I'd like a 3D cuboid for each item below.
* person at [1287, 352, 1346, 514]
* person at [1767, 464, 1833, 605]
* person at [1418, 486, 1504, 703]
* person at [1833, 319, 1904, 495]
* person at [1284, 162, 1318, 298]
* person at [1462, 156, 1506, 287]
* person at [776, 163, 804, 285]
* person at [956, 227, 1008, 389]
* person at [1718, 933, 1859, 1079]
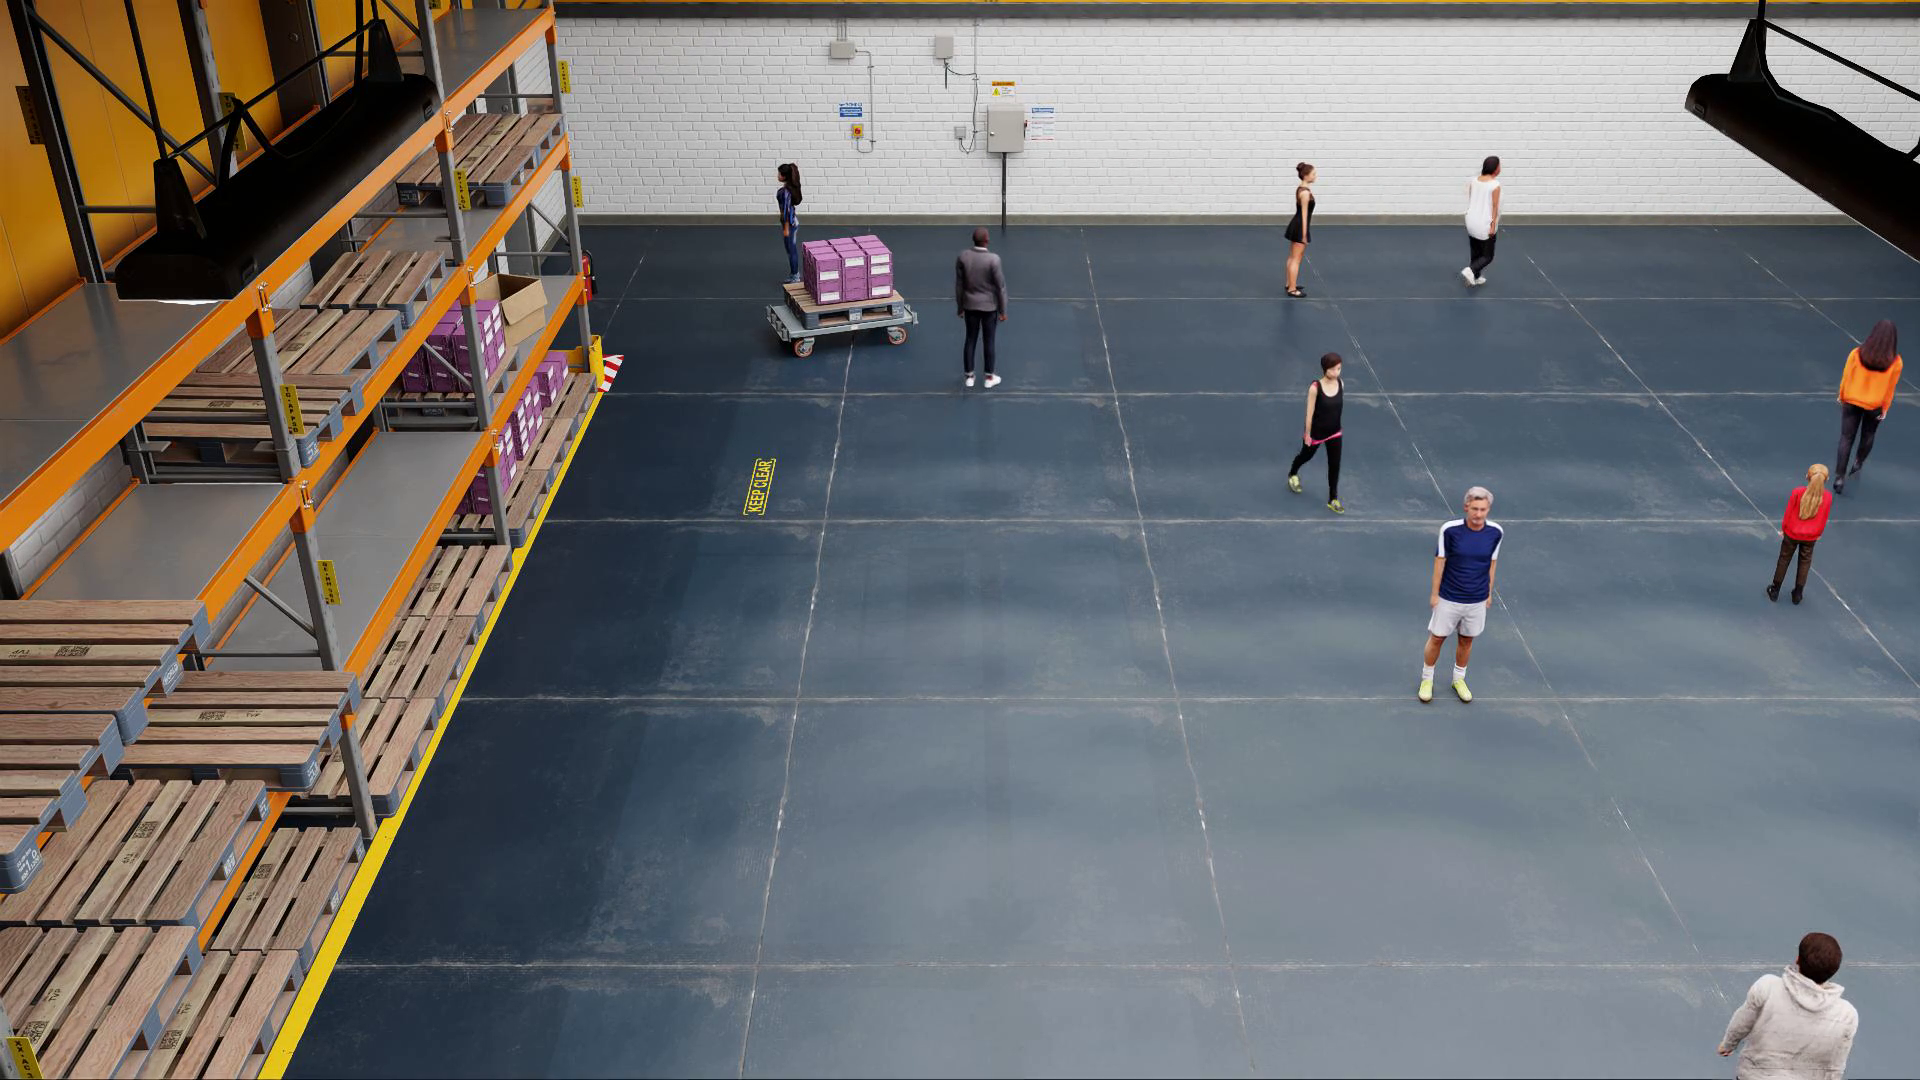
[{"bbox_3d":[3.403,-1.072,15.819,0.823,1.517,1.111,-11,30,-19],"label":"person"},{"bbox_3d":[7.195,-0.063,14.215,0.535,1.282,0.554,8,30,15],"label":"person"},{"bbox_3d":[3.854,0.401,12.783,0.621,1.839,0.535,0,29,0],"label":"person"},{"bbox_3d":[8.639,-1.247,15.923,0.920,1.725,1.073,15,32,25],"label":"person"},{"bbox_3d":[4.264,-3.902,20.844,0.649,1.673,0.519,3,29,5],"label":"person"},{"bbox_3d":[6.571,-3.999,21.018,0.870,1.676,0.812,-12,31,-21],"label":"person"},{"bbox_3d":[-2.160,-3.984,21.052,0.669,1.617,0.482,-1,29,-2],"label":"person"},{"bbox_3d":[0.220,-2.543,18.201,0.796,1.817,0.723,10,30,17],"label":"person"},{"bbox_3d":[4.110,2.811,8.393,0.957,1.812,1.299,9,30,17],"label":"person"}]
